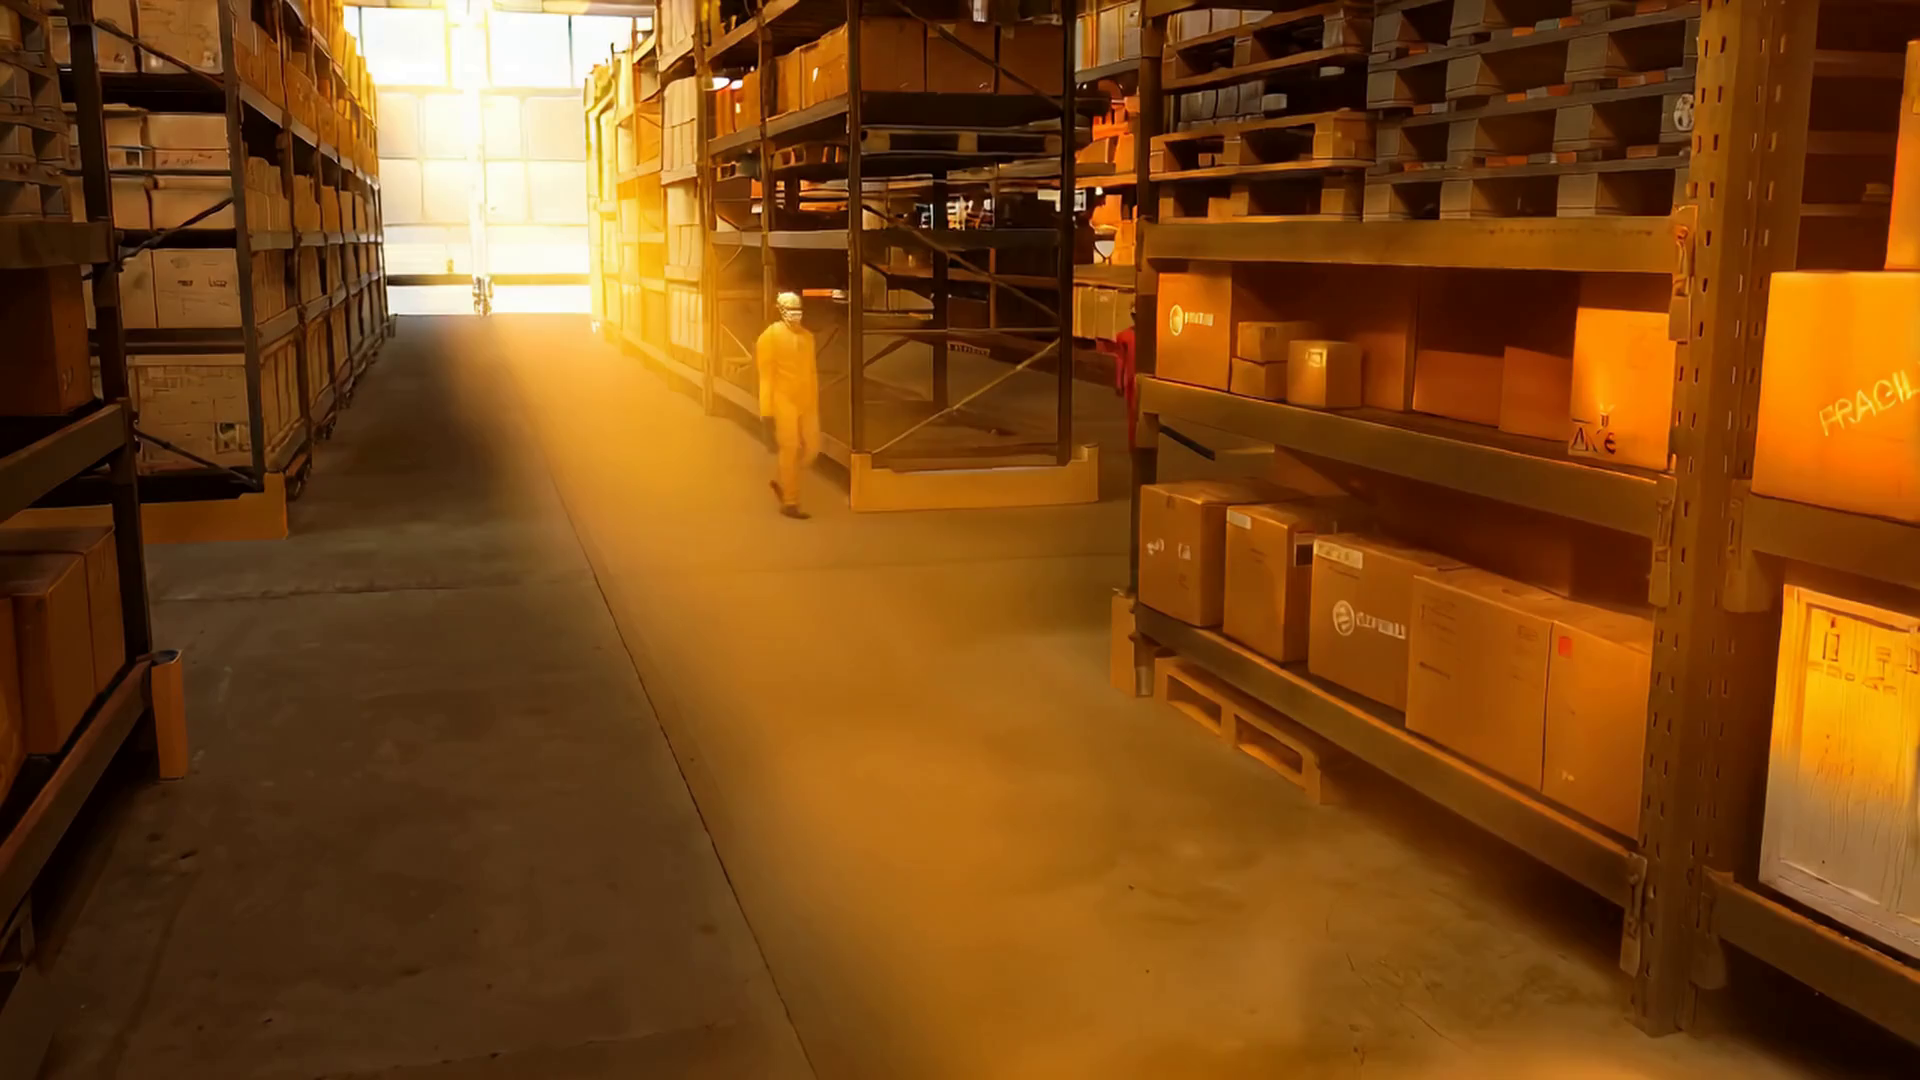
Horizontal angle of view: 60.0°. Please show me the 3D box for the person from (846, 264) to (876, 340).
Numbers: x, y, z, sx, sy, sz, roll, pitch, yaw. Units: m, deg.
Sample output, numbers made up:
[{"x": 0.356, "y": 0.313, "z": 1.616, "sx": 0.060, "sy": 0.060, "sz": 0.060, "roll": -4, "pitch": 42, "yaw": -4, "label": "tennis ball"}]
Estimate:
[{"x": -2.254, "y": -5.460, "z": 37.821, "sx": 0.648, "sy": 1.854, "sz": 0.988, "roll": -2, "pitch": 10, "yaw": -10, "label": "person"}]

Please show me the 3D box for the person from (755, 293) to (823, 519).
[{"x": -1.444, "y": -1.130, "z": 13.977, "sx": 0.509, "sy": 1.887, "sz": 0.661, "roll": 9, "pitch": 13, "yaw": 40, "label": "person"}]

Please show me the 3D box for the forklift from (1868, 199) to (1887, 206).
[{"x": 11.338, "y": -2.915, "z": 21.052, "sx": 1.129, "sy": 2.768, "sz": 1.873, "roll": -3, "pitch": 11, "yaw": -17, "label": "forklift"}]

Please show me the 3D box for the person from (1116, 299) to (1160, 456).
[{"x": 1.842, "y": -1.621, "z": 17.041, "sx": 0.528, "sy": 1.757, "sz": 0.536, "roll": -1, "pitch": 10, "yaw": -6, "label": "person"}]
